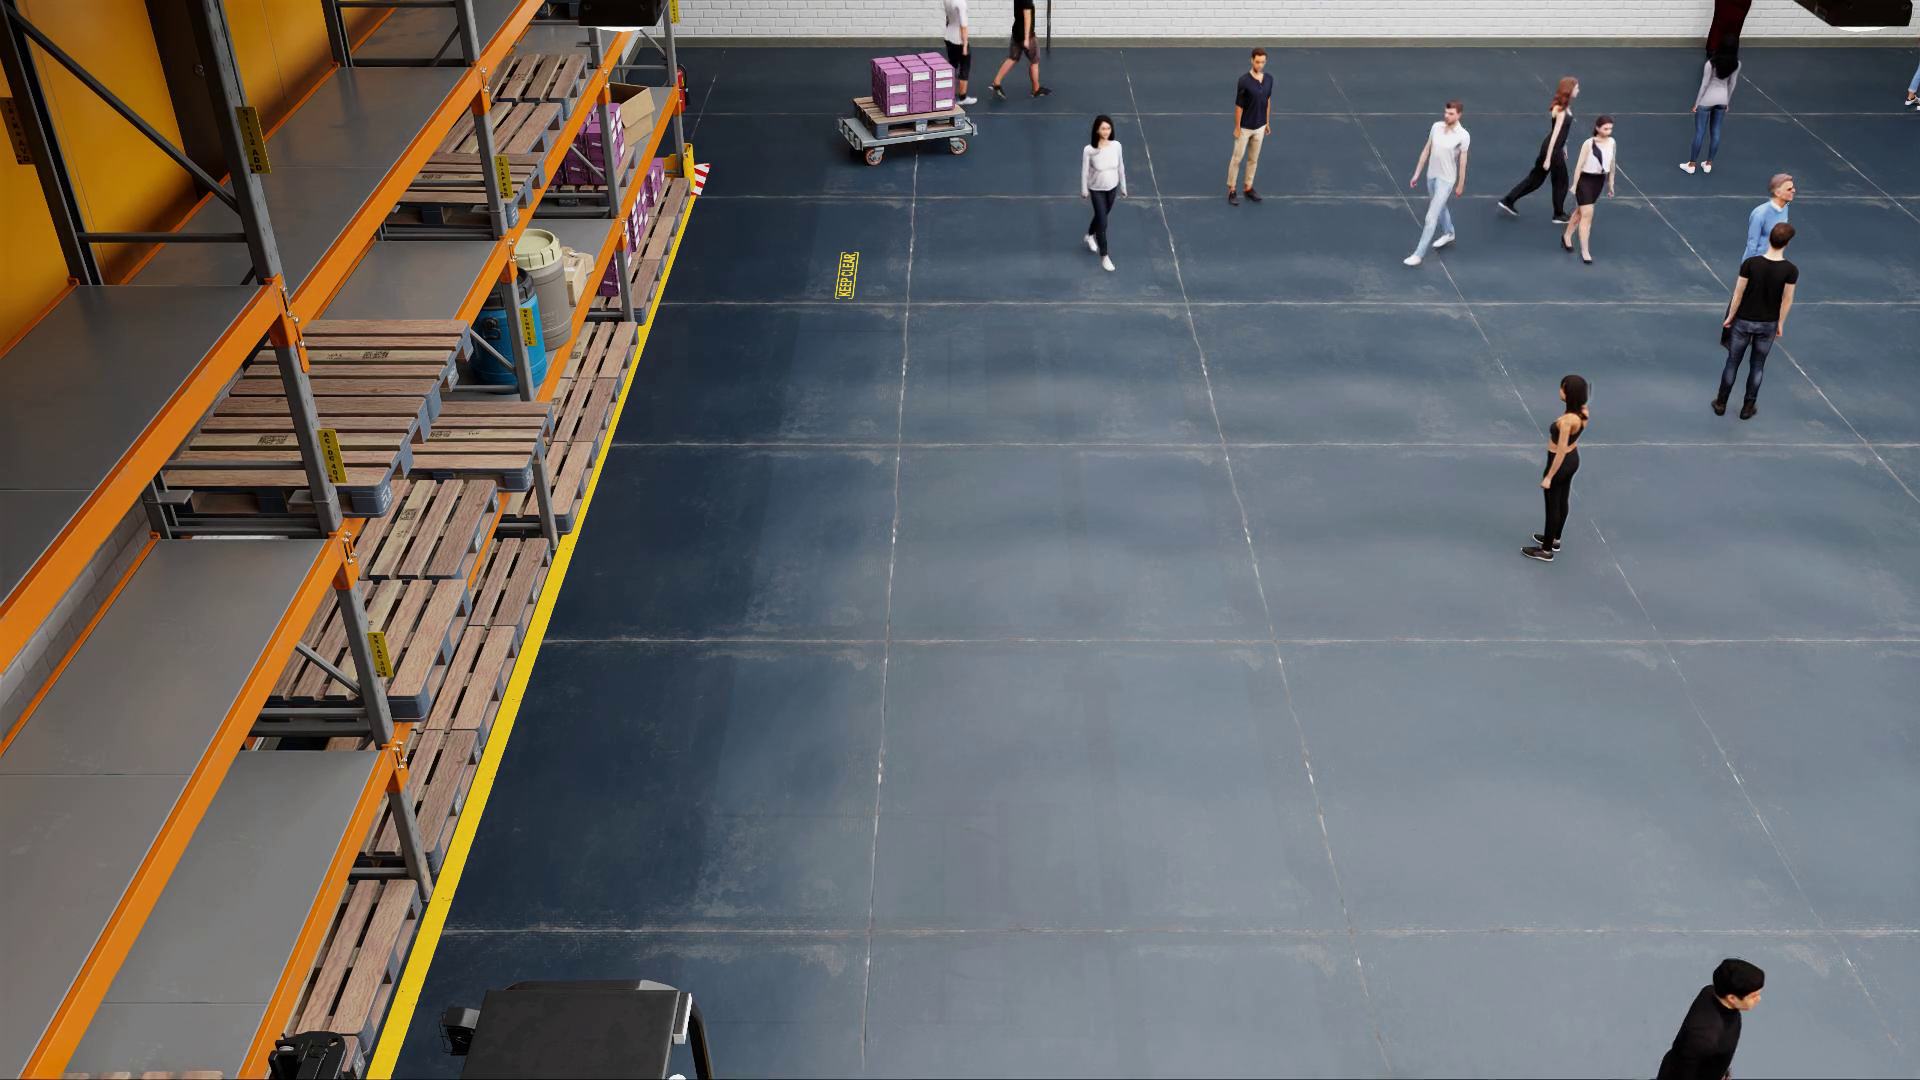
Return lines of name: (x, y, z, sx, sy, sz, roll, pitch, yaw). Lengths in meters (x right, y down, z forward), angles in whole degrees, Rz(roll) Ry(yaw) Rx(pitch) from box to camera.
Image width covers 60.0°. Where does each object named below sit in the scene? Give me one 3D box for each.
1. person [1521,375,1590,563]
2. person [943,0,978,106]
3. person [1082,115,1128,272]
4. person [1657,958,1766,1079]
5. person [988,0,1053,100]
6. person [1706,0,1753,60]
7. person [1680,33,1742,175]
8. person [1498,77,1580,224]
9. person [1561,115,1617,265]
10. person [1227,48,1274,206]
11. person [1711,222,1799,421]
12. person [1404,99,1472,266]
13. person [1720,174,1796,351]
person: (4.865, -0.586, 13.442, 0.700, 1.641, 0.623, 25, 41, 32)
person: (-0.117, -6.779, 22.586, 1.054, 1.833, 1.060, -20, 38, -27)
person: (1.550, -3.891, 18.396, 0.913, 1.661, 1.181, -13, 36, -19)
person: (3.618, 2.712, 8.436, 1.029, 1.692, 1.070, 18, 38, 25)
person: (0.780, -6.963, 22.859, 1.040, 1.837, 1.211, -14, 36, -19)
person: (11.337, -7.918, 24.368, 0.760, 1.757, 0.791, 22, 39, 29)
person: (9.339, -5.408, 20.611, 0.620, 1.737, 0.550, -3, 34, -4)
person: (6.764, -4.510, 19.285, 0.905, 1.709, 1.134, 10, 35, 15)
person: (6.972, -3.956, 18.531, 0.732, 1.621, 0.968, -11, 35, -15)
person: (3.458, -4.942, 19.802, 0.704, 1.855, 0.664, -13, 36, -19)
person: (7.356, -2.018, 15.367, 0.743, 1.896, 0.724, 15, 37, 22)
person: (5.381, -3.992, 18.419, 1.173, 1.805, 1.243, -21, 39, -28)
person: (7.972, -2.786, 16.588, 0.747, 1.823, 0.764, -21, 39, -28)
